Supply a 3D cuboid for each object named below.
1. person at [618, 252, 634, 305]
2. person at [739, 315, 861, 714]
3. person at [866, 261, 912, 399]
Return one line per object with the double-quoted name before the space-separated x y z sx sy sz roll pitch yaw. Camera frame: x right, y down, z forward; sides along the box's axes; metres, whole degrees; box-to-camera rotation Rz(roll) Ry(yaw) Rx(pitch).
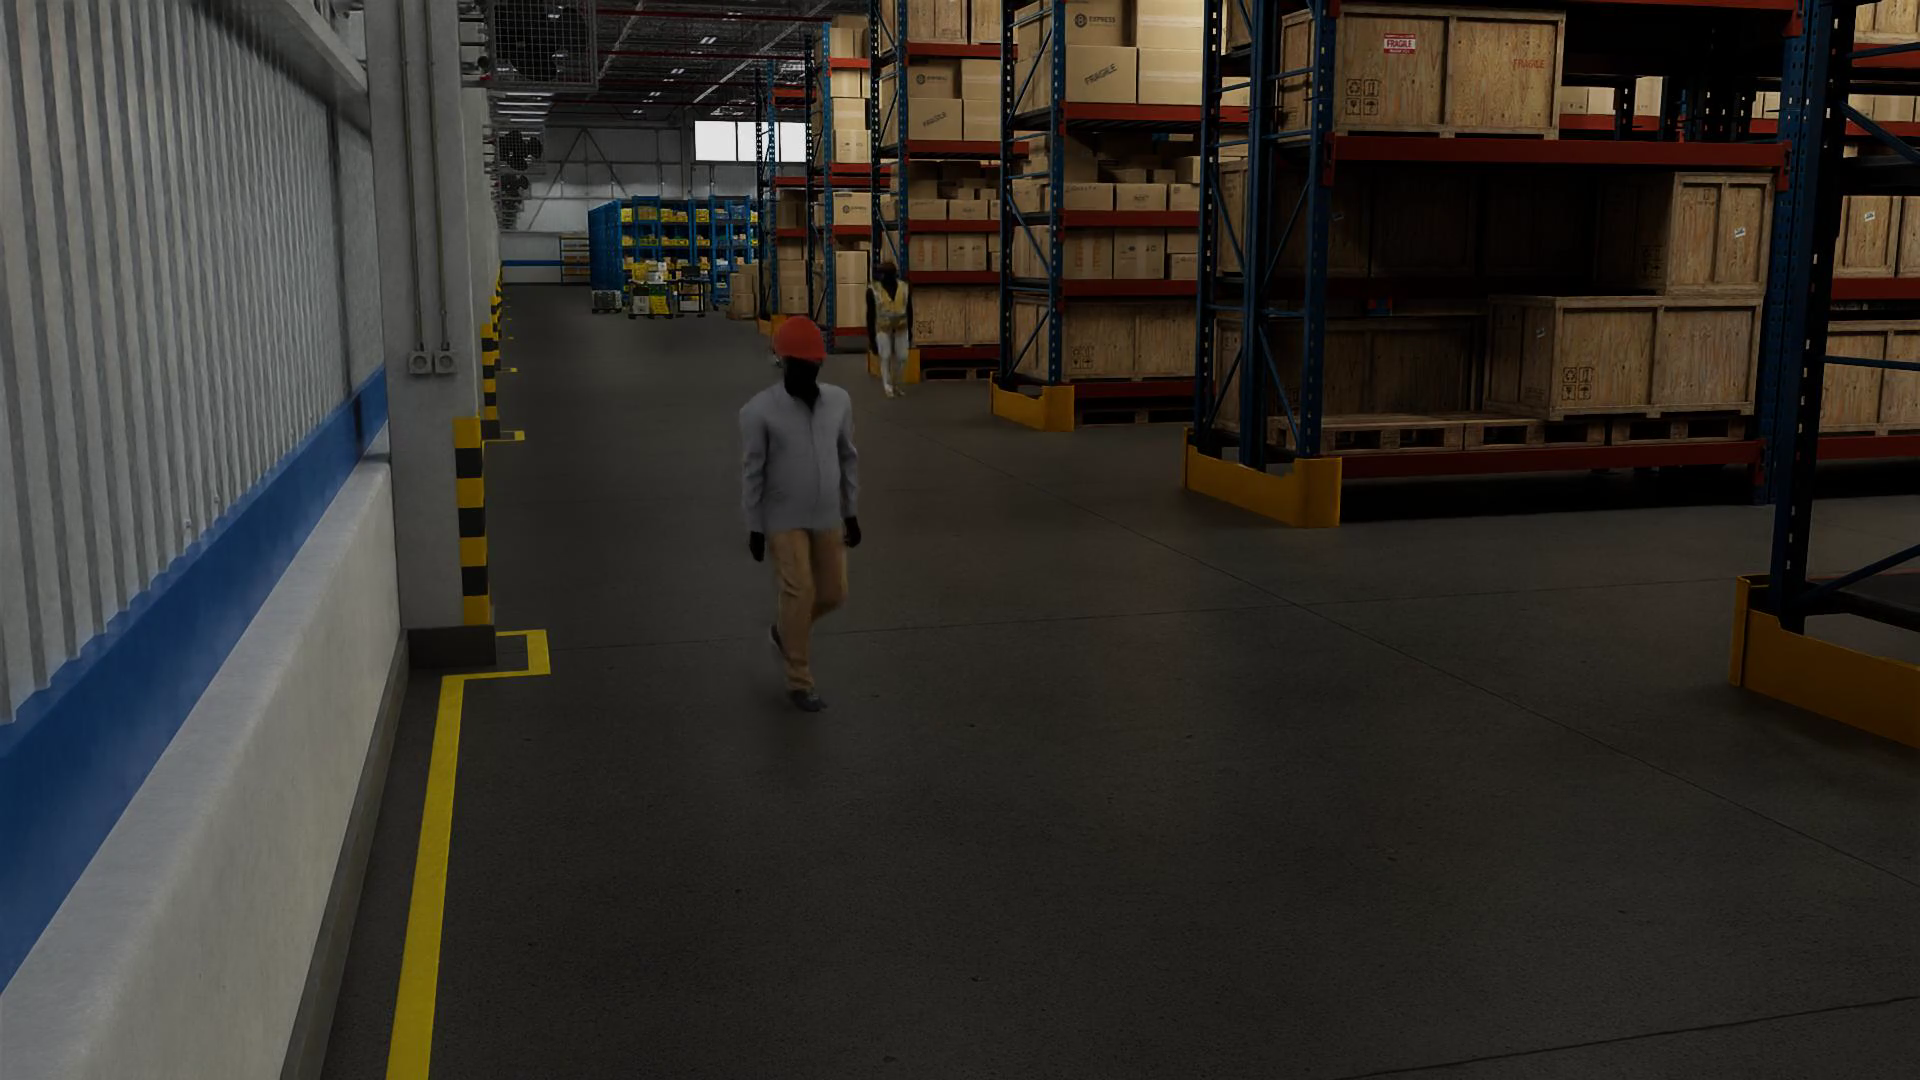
"person" -11.539 -9.045 57.518 0.564 1.846 0.393 -7 12 -33
"person" -0.726 -0.129 7.346 0.575 1.732 0.540 -8 13 -38
"person" -0.910 -2.763 22.005 0.642 1.824 0.531 -3 11 -18
